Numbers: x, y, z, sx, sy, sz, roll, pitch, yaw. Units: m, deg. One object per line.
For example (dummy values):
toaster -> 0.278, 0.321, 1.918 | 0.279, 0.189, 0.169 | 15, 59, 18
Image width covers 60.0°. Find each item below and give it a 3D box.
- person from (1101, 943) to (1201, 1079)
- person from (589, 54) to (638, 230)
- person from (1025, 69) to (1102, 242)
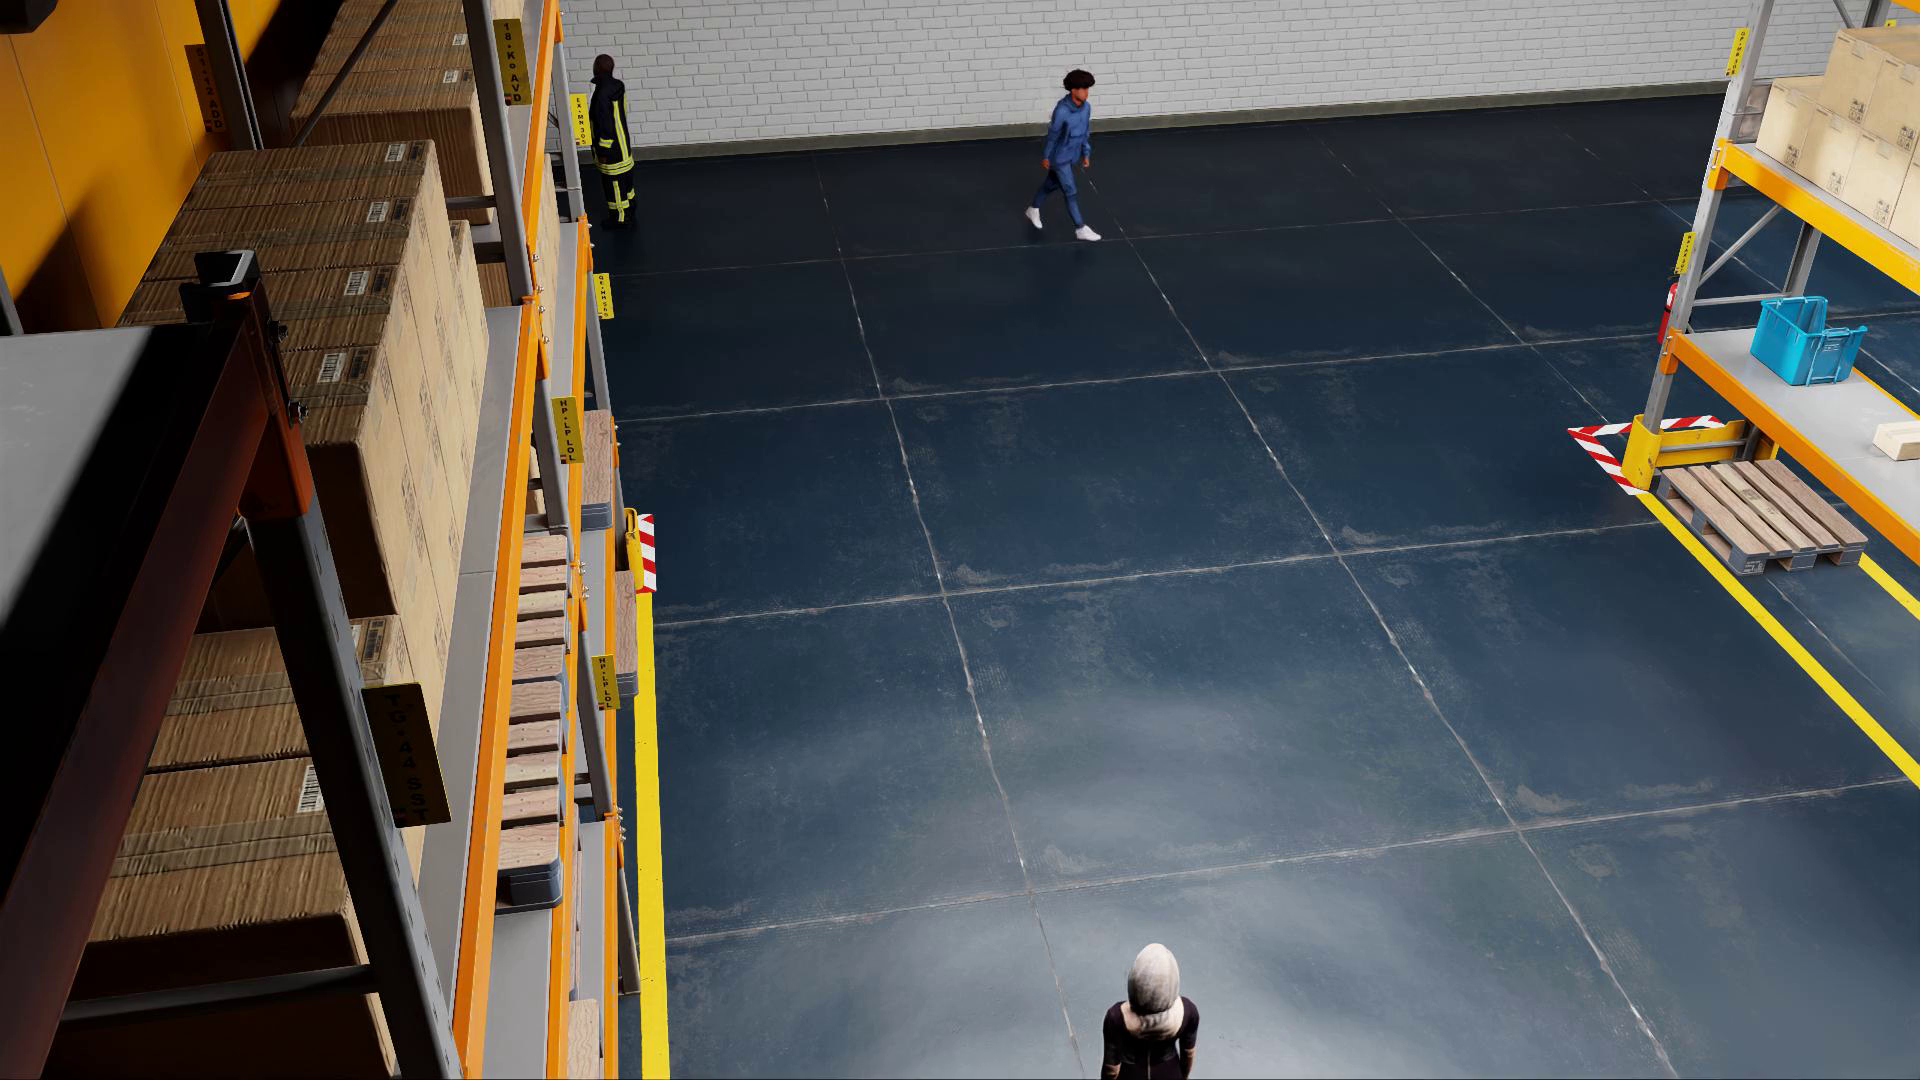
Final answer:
person -> 0.819, 2.436, 7.337 | 0.577, 1.829, 0.486 | -5, 34, -8
person -> -3.605, -4.154, 17.261 | 0.895, 1.819, 0.742 | 6, 34, 8
person -> 0.977, -3.936, 17.002 | 1.291, 1.742, 1.189 | 27, 42, 34
